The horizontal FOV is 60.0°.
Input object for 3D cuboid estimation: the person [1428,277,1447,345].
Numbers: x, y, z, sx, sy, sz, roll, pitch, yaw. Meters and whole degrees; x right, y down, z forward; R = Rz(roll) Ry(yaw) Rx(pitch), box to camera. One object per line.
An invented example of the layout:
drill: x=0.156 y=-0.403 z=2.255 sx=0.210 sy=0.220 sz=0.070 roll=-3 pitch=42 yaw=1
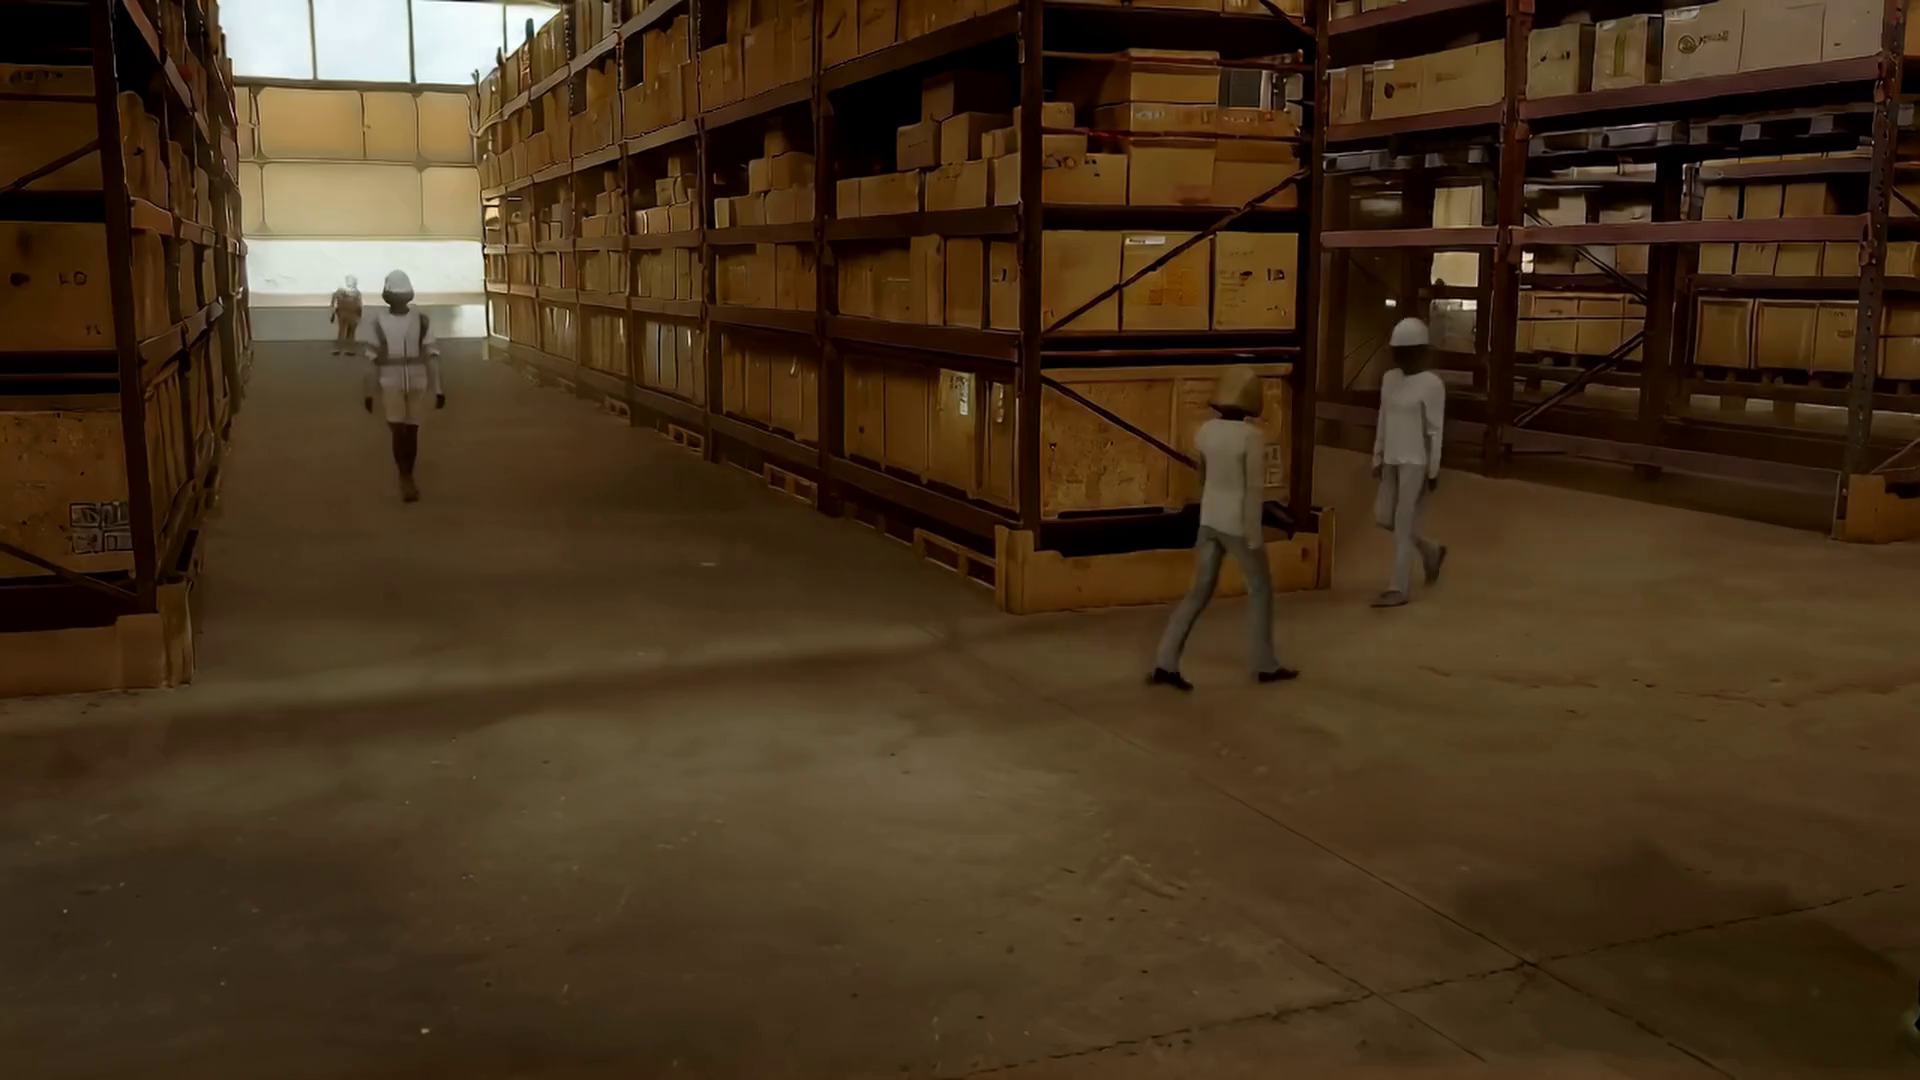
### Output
person: x=11.976 y=-5.759 z=41.831 sx=0.809 sy=1.706 sz=0.507 roll=-5 pitch=11 yaw=-27

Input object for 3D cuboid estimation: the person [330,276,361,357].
person: x=-13.539 y=-4.931 z=36.680 sx=0.670 sy=1.784 sz=0.460 roll=-8 pitch=12 yaw=-40

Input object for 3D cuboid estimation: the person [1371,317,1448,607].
person: x=2.753 y=-0.477 z=10.079 sx=0.565 sy=1.749 sz=0.541 roll=-4 pitch=10 yaw=-23

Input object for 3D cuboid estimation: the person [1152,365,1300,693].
person: x=1.277 y=-0.049 z=8.008 sx=0.839 sy=1.593 sz=0.511 roll=-6 pitch=11 yaw=-32

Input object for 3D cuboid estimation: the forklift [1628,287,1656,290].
forklift: x=12.798 y=-4.574 z=31.259 sx=1.873 sy=2.768 sz=1.129 roll=-1 pitch=10 yaw=-4

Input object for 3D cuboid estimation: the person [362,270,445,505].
person: x=-4.762 y=-1.303 z=14.314 sx=0.634 sy=1.991 sz=1.012 roll=-5 pitch=11 yaw=-28

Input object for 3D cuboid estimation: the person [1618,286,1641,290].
person: x=16.499 y=-5.735 z=41.124 sx=0.407 sy=1.906 sz=0.655 roll=-7 pitch=12 yaw=-37
